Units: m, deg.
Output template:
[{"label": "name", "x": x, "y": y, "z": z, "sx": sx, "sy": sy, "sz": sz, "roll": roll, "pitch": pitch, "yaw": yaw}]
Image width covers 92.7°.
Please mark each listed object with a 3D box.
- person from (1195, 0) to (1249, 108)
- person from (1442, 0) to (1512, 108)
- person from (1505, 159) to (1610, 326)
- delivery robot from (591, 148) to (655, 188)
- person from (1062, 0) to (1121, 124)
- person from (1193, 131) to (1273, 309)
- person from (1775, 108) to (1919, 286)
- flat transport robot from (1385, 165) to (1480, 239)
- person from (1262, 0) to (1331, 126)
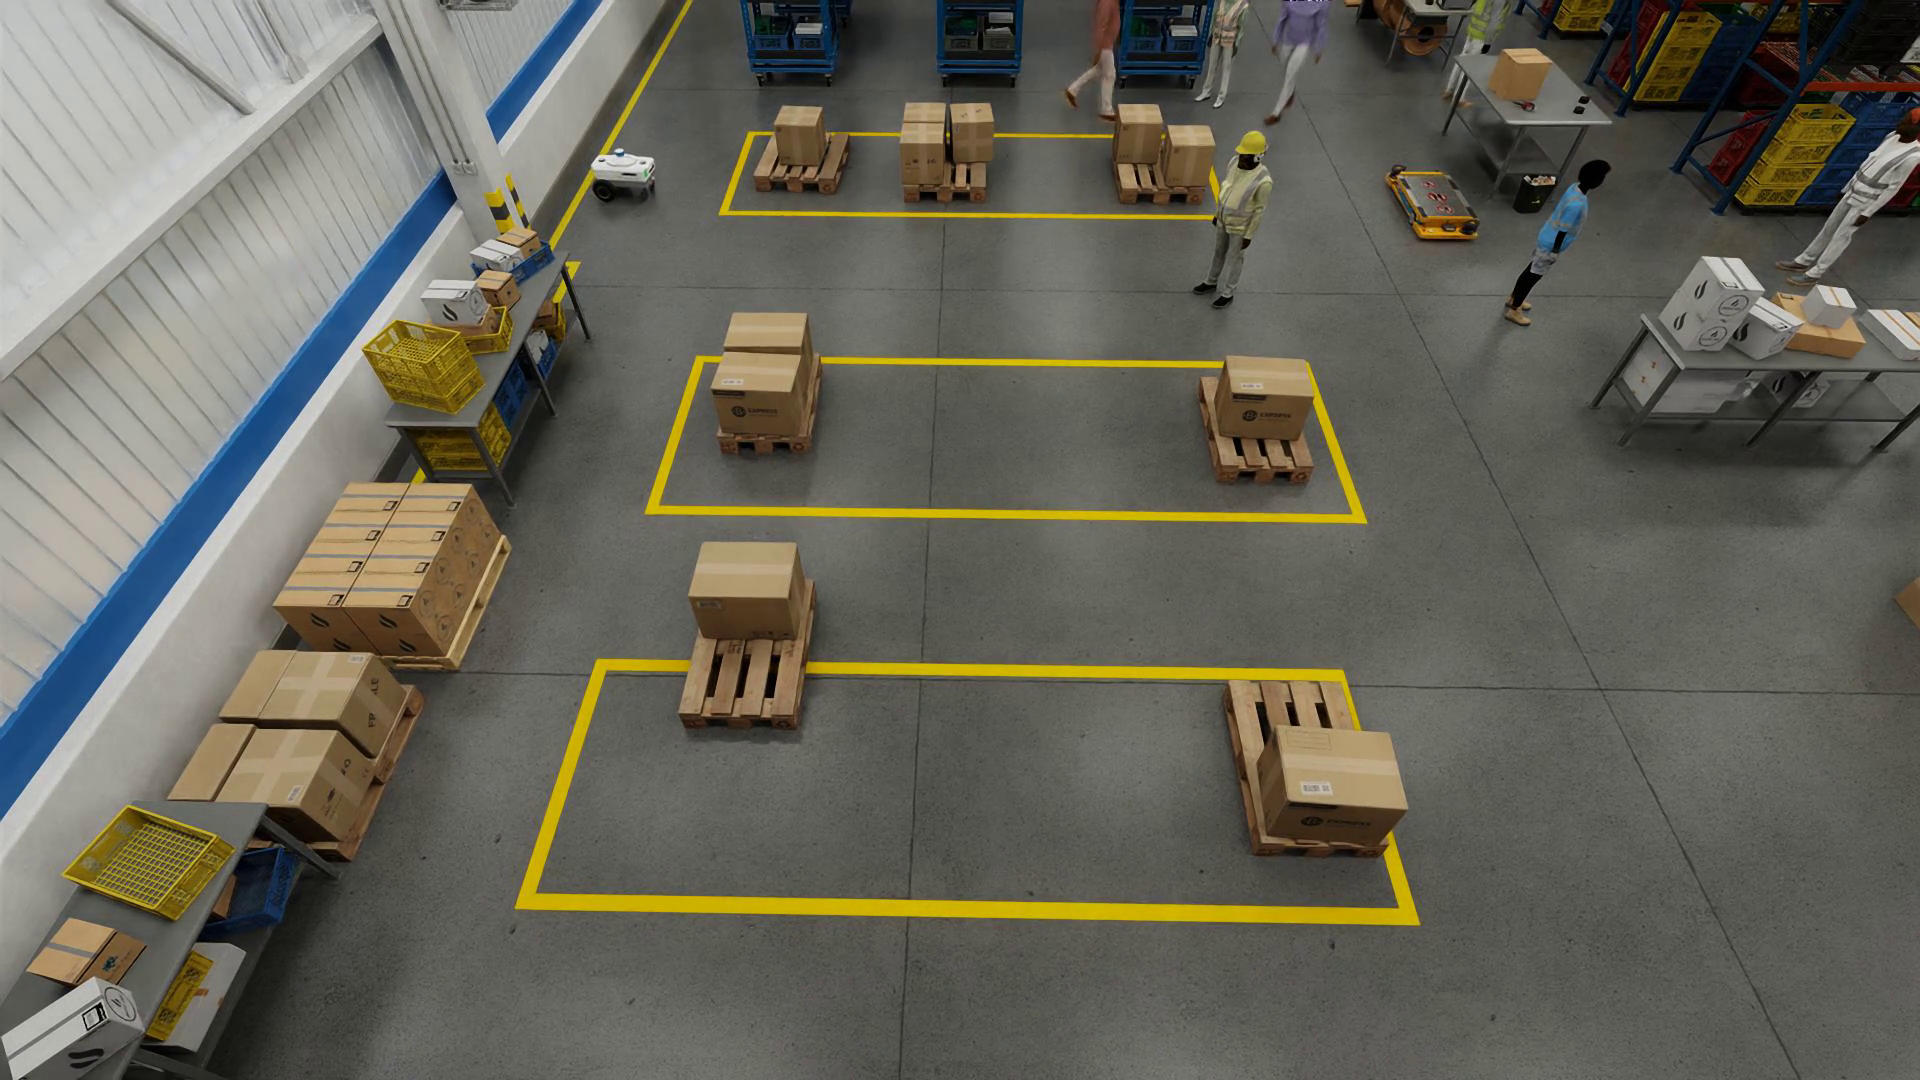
[{"label": "person", "x": 3.599, "y": -6.783, "z": 12.487, "sx": 0.311, "sy": 1.639, "sz": 0.512, "roll": -35, "pitch": 58, "yaw": -27}, {"label": "person", "x": 7.091, "y": -6.857, "z": 12.421, "sx": 0.429, "sy": 1.839, "sz": 0.634, "roll": 3, "pitch": 49, "yaw": 2}, {"label": "person", "x": 5.931, "y": -2.969, "z": 9.146, "sx": 0.319, "sy": 1.698, "sz": 0.528, "roll": 20, "pitch": 52, "yaw": 16}, {"label": "delivery robot", "x": -4.092, "y": -4.522, "z": 11.183, "sx": 0.707, "sy": 0.478, "sz": 0.477, "roll": 4, "pitch": 49, "yaw": 3}, {"label": "person", "x": 1.840, "y": -6.583, "z": 12.111, "sx": 0.837, "sy": 1.952, "sz": 0.620, "roll": 7, "pitch": 49, "yaw": 6}, {"label": "person", "x": 2.775, "y": -3.229, "z": 9.284, "sx": 0.403, "sy": 1.833, "sz": 0.591, "roll": -23, "pitch": 53, "yaw": -19}, {"label": "person", "x": 9.337, "y": -3.534, "z": 9.516, "sx": 0.361, "sy": 1.884, "sz": 0.574, "roll": 10, "pitch": 50, "yaw": 8}, {"label": "flat transport robot", "x": 5.692, "y": -4.094, "z": 11.059, "sx": 0.652, "sy": 0.197, "sz": 1.431, "roll": 1, "pitch": 49, "yaw": 1}, {"label": "person", "x": 4.509, "y": -6.612, "z": 12.176, "sx": 0.656, "sy": 1.895, "sz": 0.982, "roll": 35, "pitch": 58, "yaw": 26}]
